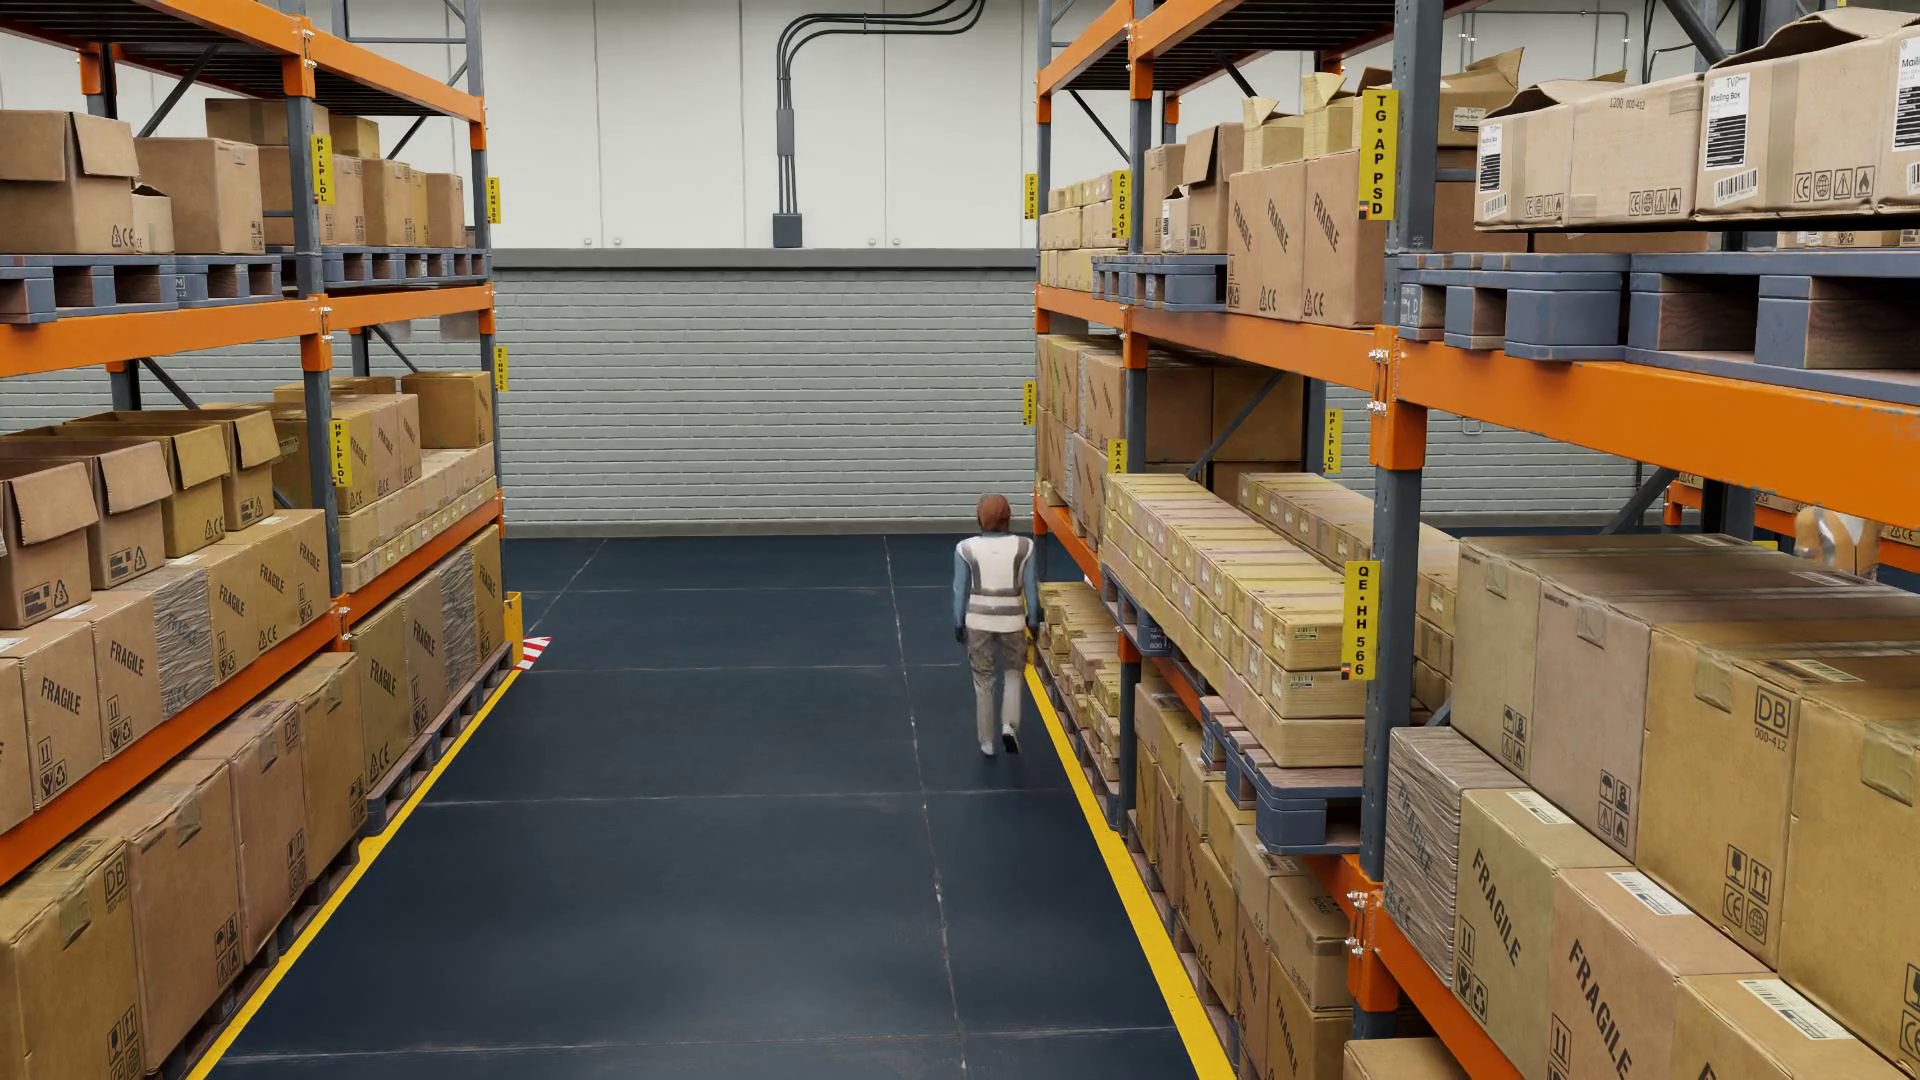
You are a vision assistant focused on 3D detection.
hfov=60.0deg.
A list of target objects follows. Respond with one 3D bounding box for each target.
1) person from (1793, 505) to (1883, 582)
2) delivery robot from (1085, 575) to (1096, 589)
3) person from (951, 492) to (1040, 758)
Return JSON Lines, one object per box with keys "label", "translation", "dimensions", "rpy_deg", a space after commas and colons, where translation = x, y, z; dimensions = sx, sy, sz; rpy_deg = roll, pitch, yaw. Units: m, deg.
{"label": "person", "translation": [5.185, 0.416, 9.834], "dimensions": [0.570, 1.928, 0.389], "rpy_deg": [-2, 10, -9]}
{"label": "delivery robot", "translation": [1.357, 0.408, 13.633], "dimensions": [0.477, 0.478, 0.707], "rpy_deg": [-9, 13, -42]}
{"label": "person", "translation": [0.214, 0.520, 10.078], "dimensions": [0.539, 1.624, 0.358], "rpy_deg": [0, 10, -1]}
